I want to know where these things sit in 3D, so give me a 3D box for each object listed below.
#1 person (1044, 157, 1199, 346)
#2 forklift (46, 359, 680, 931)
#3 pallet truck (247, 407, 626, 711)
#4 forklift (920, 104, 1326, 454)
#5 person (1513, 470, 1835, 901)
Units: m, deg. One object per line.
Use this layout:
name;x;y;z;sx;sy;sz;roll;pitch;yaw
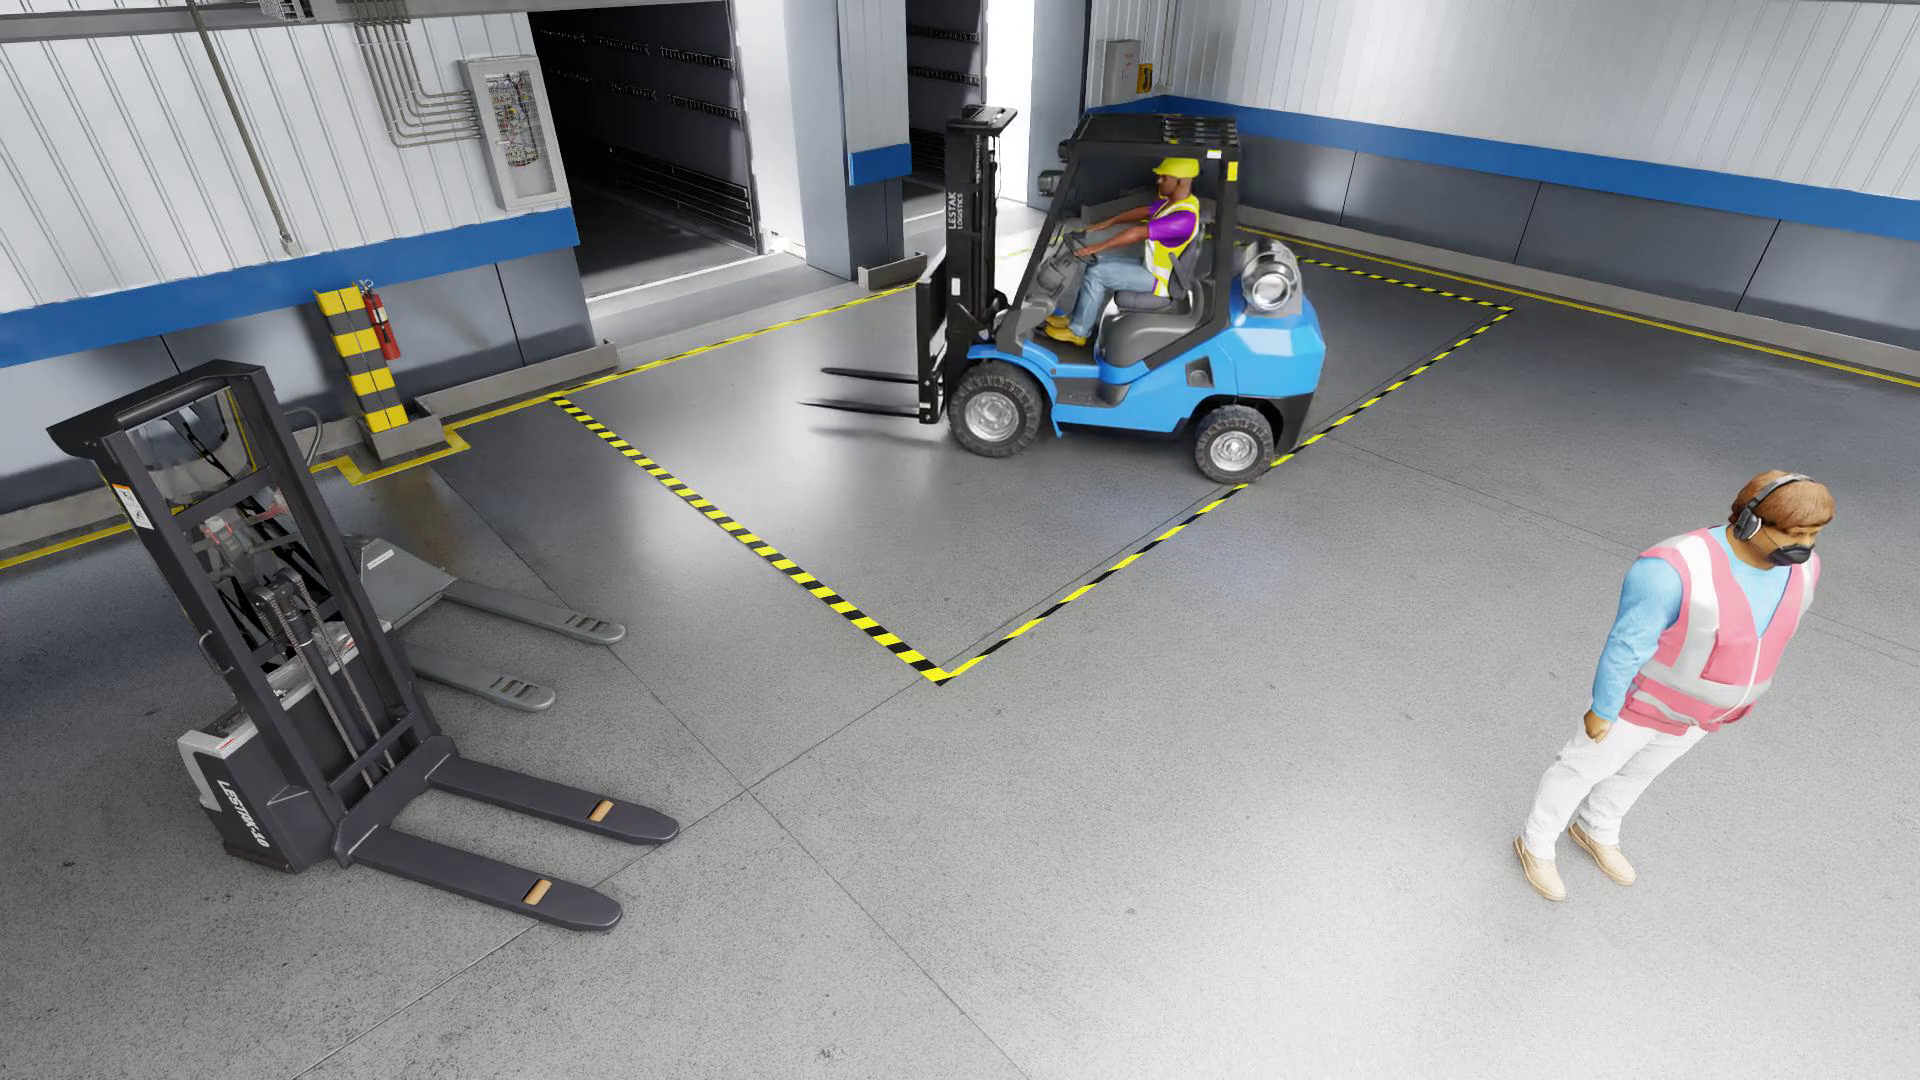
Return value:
person;1.077;-1.968;6.219;1.004;1.293;0.635;7;35;10
forklift;-2.135;0.422;3.354;1.885;1.965;0.823;10;35;14
pallet truck;-2.628;0.038;4.590;1.601;1.201;0.680;12;36;18
forklift;1.134;-1.802;6.308;2.680;2.036;1.157;7;35;10
person;2.524;0.570;3.273;0.622;1.845;0.431;-5;35;-7
